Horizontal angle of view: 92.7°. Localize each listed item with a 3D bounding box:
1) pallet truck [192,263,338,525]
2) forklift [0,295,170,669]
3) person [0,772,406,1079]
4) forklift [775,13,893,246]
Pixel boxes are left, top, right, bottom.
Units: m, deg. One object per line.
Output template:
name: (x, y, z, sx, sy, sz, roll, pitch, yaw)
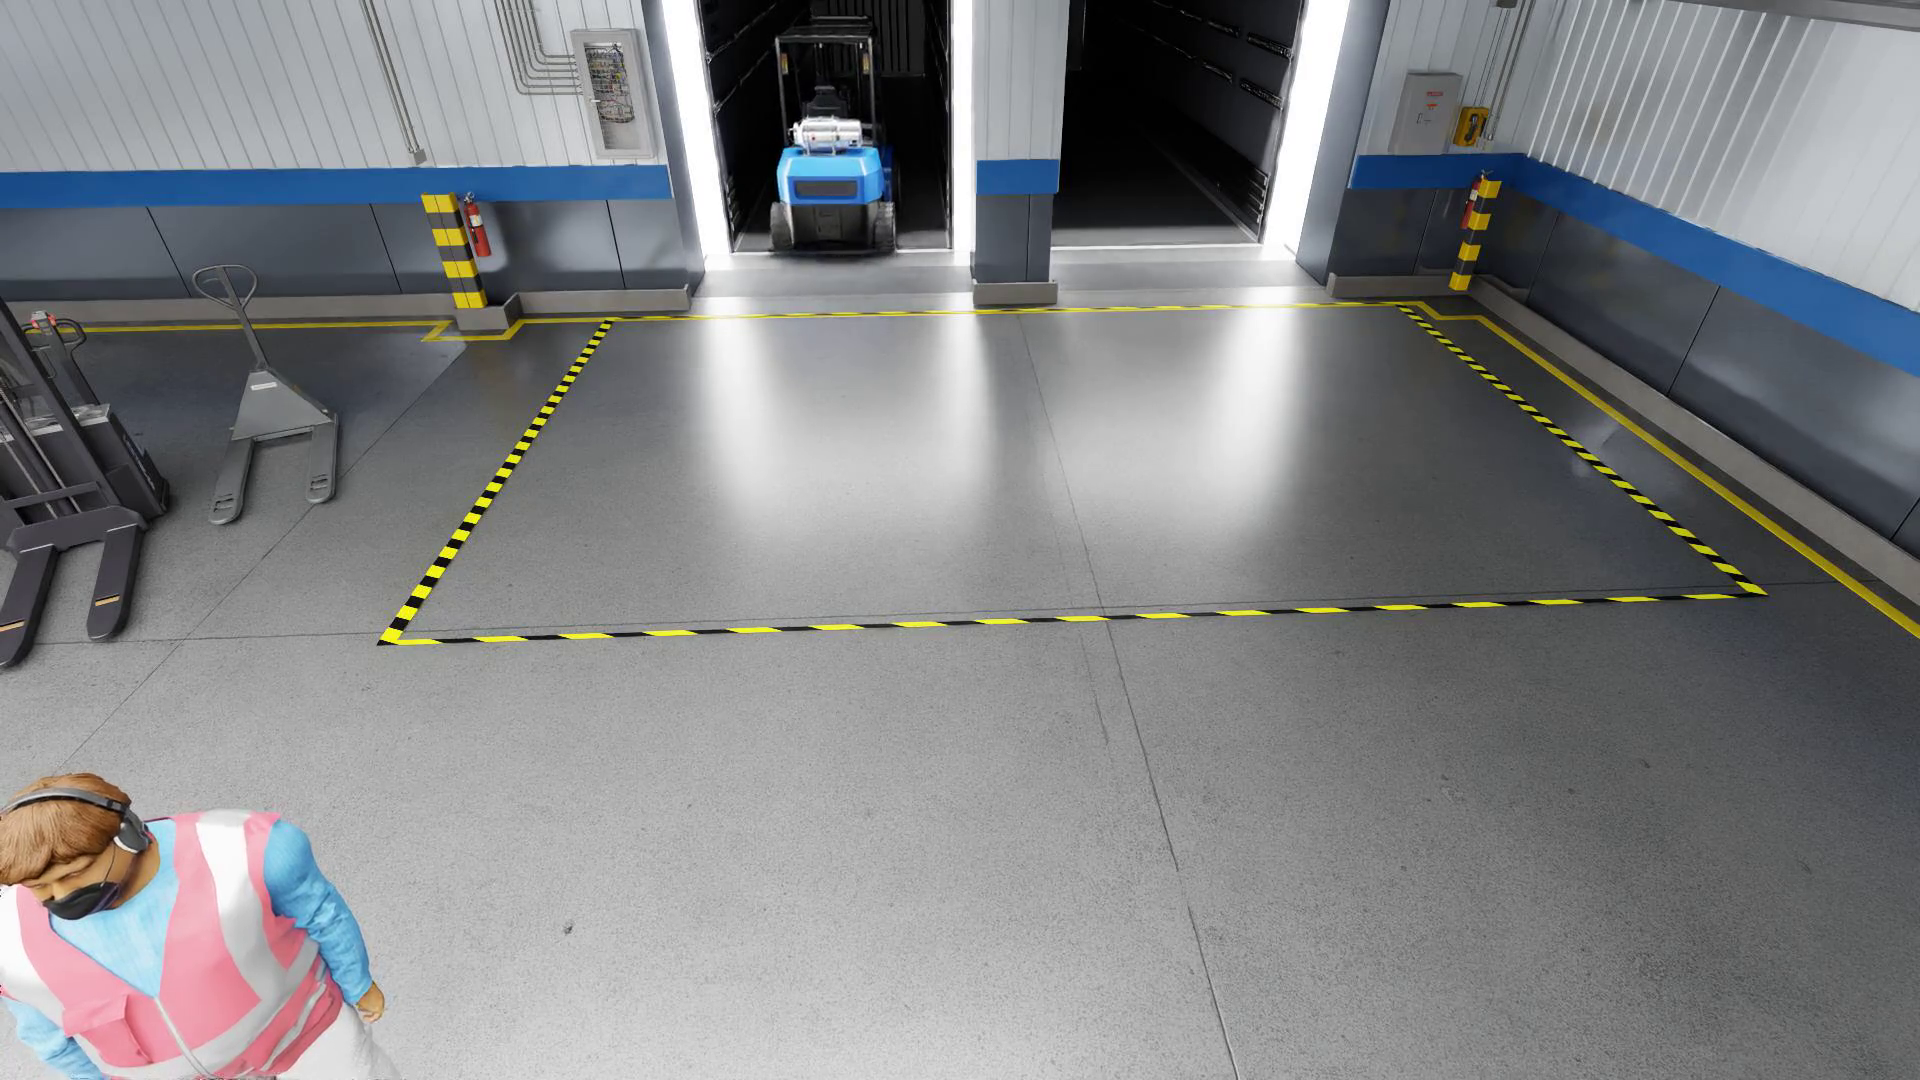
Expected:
pallet truck: (-4.778, -1.027, 6.128, 0.680, 1.201, 1.601, -17, 38, -23)
forklift: (-5.212, -0.618, 4.878, 0.823, 1.965, 1.885, -20, 39, -26)
person: (-1.821, 1.252, 2.327, 0.624, 1.842, 0.430, -19, 39, -25)
forklift: (-1.414, -4.758, 10.498, 1.157, 2.036, 2.680, 0, 35, 0)
